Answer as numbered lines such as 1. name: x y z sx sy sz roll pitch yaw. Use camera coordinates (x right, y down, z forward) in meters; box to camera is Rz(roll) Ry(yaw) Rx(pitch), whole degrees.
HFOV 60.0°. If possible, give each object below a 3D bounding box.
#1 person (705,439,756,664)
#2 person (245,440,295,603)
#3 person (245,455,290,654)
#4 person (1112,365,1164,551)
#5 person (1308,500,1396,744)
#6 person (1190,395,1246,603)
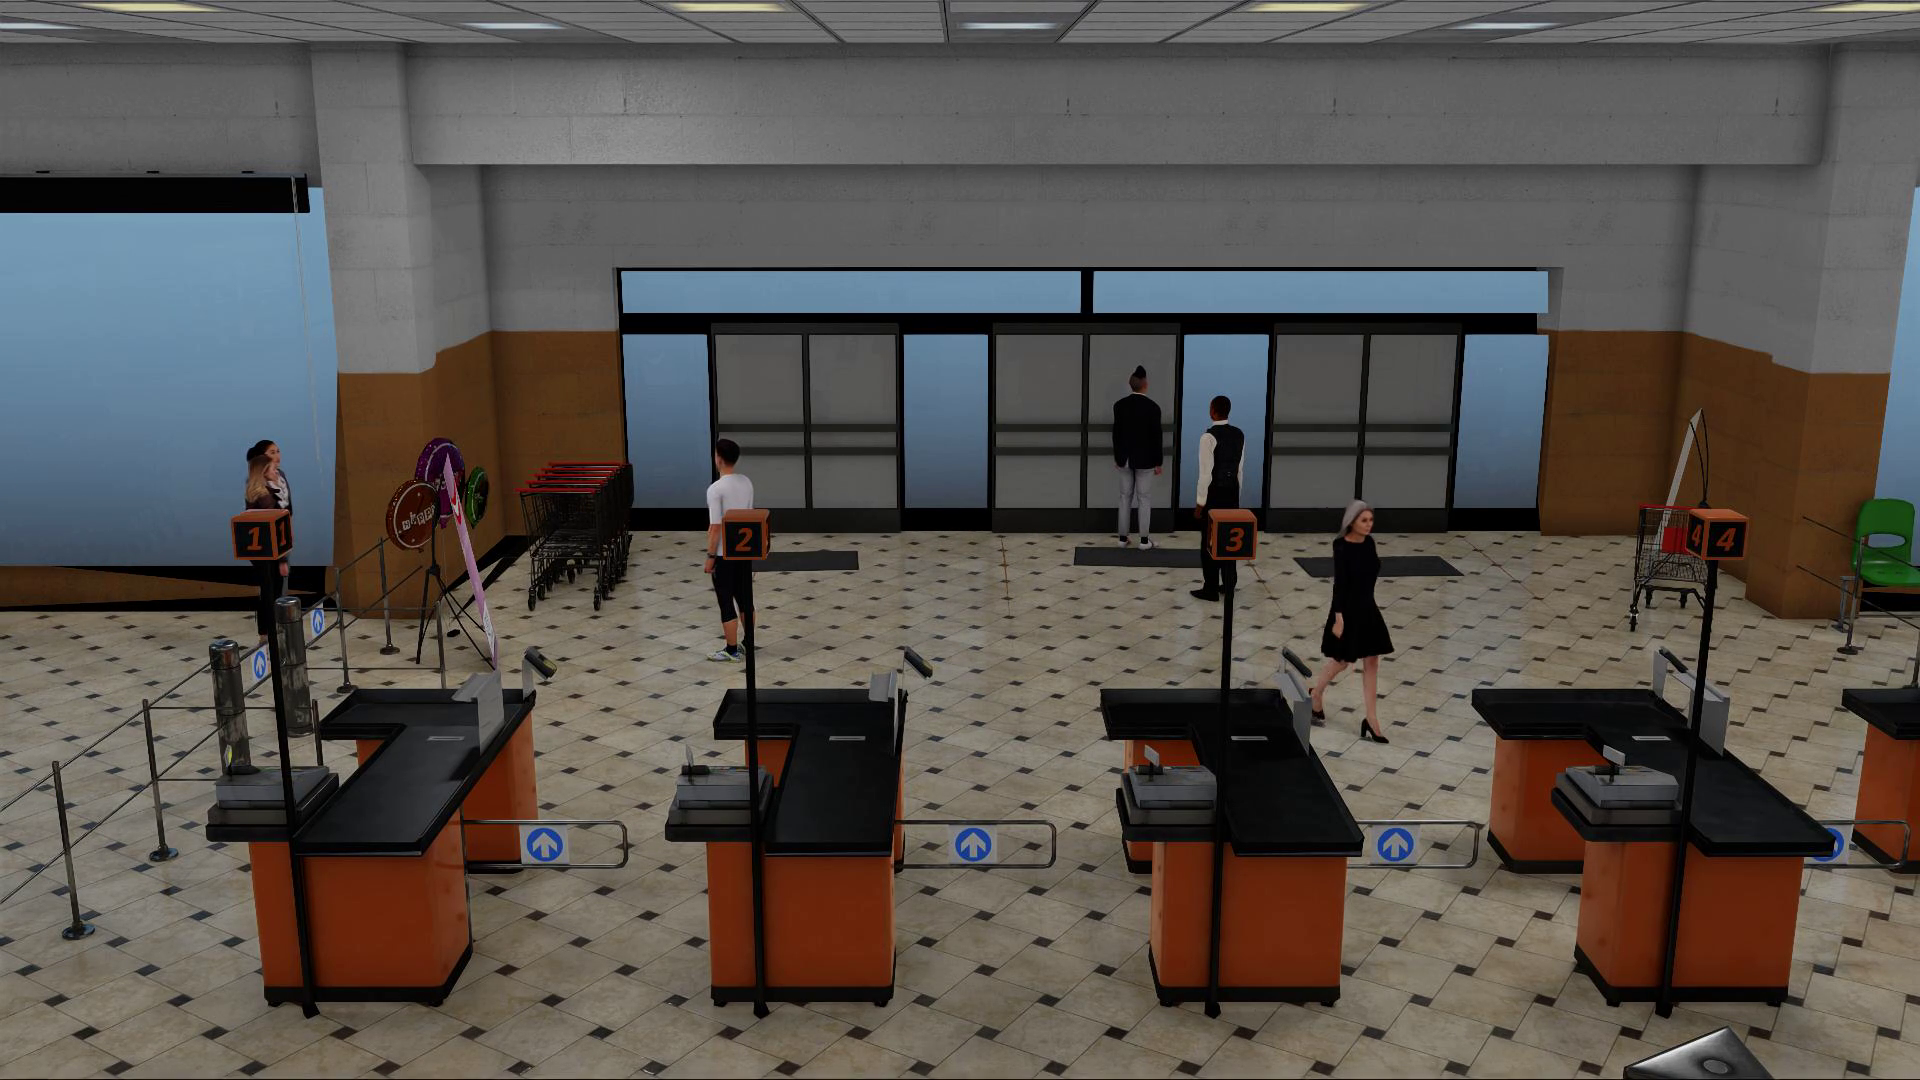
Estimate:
1. person: -1.887 0.082 13.676 0.815 1.851 0.694 9 16 32
2. person: -6.061 -0.055 14.616 0.743 1.675 0.626 5 15 20
3. person: -5.746 0.137 13.765 0.739 1.703 0.656 -12 18 -40
4. person: 1.845 -0.870 17.391 0.799 1.950 0.781 7 15 28
5. person: 2.772 0.565 11.954 0.944 1.724 1.062 -10 17 -35
6. person: 2.413 -0.396 15.502 0.783 1.919 0.788 -9 16 -33
